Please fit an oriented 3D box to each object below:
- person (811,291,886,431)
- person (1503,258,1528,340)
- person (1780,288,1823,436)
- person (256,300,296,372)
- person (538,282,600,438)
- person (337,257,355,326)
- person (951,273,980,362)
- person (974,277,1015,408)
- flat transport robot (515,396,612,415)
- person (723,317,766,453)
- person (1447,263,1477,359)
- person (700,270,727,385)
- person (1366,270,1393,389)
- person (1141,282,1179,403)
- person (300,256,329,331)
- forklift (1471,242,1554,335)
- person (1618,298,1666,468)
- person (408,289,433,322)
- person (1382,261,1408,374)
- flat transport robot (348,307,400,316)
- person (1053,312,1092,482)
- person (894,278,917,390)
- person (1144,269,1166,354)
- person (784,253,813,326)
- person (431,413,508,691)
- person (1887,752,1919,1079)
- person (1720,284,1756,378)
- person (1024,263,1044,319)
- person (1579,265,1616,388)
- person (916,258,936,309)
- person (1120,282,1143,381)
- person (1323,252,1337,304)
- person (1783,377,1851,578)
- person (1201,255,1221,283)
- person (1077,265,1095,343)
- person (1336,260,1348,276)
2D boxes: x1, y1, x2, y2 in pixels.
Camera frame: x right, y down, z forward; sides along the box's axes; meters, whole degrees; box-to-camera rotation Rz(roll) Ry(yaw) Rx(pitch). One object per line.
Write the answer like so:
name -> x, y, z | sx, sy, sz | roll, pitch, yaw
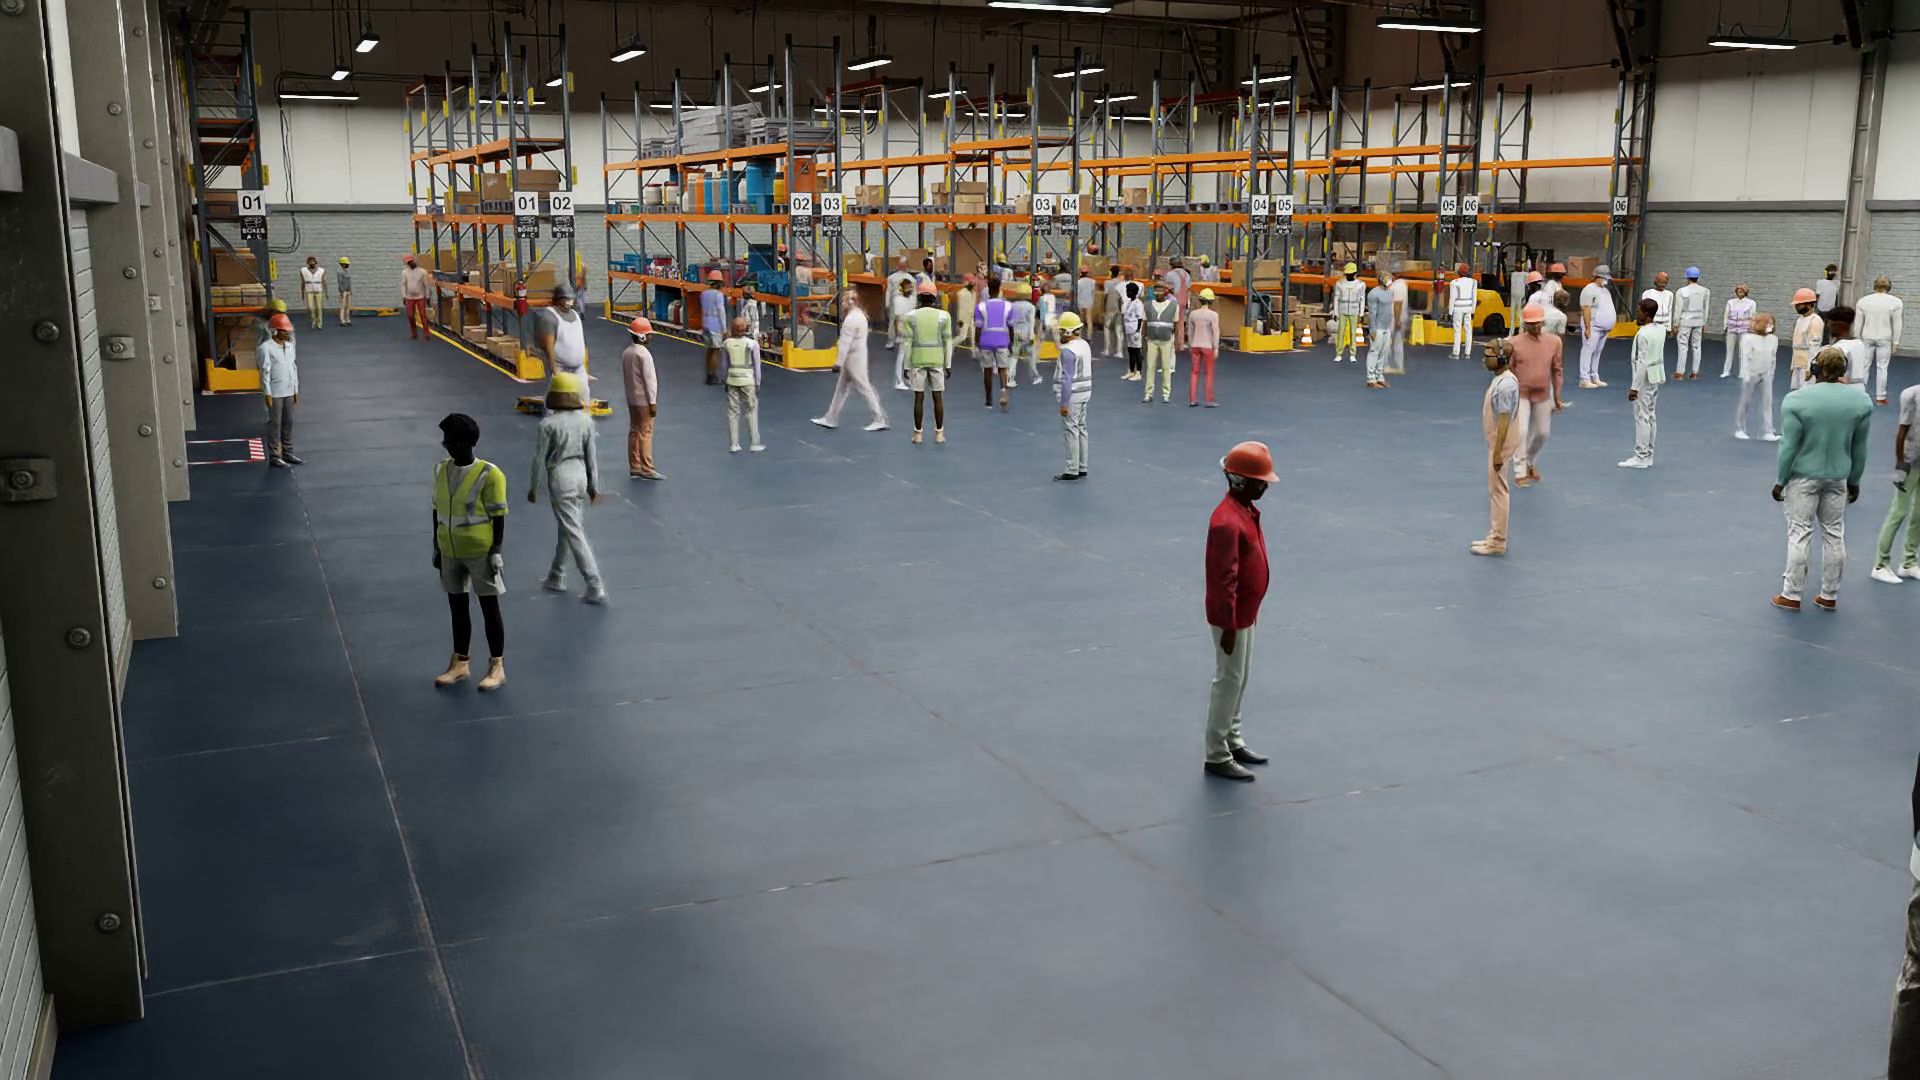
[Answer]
person -> -1.453, -2.365, 22.039 | 1.031, 1.850, 0.644 | 0, 11, 2
person -> 12.592, -5.439, 37.602 | 0.325, 1.875, 0.513 | -7, 13, -32
person -> 10.728, -2.235, 21.191 | 0.391, 1.924, 0.553 | 1, 11, 4
person -> -9.399, -2.456, 22.884 | 0.502, 1.685, 0.853 | -9, 14, -39
person -> -4.980, -2.288, 21.160 | 0.842, 2.000, 0.701 | 8, 14, 34
person -> -15.689, -6.345, 42.481 | 0.324, 1.767, 0.531 | 1, 11, 7
person -> 0.097, -4.327, 32.313 | 0.750, 1.729, 0.575 | 7, 13, 33
person -> 0.505, -2.886, 24.430 | 0.618, 1.949, 0.613 | -2, 11, -8
flat transport robot -> -5.708, -1.937, 23.887 | 1.431, 0.197, 0.652 | 9, 15, 40
person -> -2.602, -1.872, 20.112 | 0.535, 1.624, 0.549 | 4, 12, 20
person -> 9.932, -4.521, 32.912 | 0.572, 1.883, 0.358 | -2, 11, -10
person -> -4.115, -3.553, 27.935 | 0.572, 1.914, 0.494 | 10, 15, 41
person -> 6.928, -3.459, 27.373 | 0.372, 1.940, 0.631 | 11, 15, 43
person -> 3.042, -3.007, 25.317 | 0.571, 1.840, 0.374 | 3, 12, 15
person -> -15.862, -6.053, 40.882 | 0.593, 1.816, 0.579 | -5, 12, -25
forklift -> 13.047, -6.049, 39.881 | 2.313, 2.155, 1.214 | -5, 12, -23
person -> 7.775, -1.776, 18.869 | 0.392, 1.920, 0.587 | 9, 14, 39
person -> -14.246, -6.656, 44.243 | 0.854, 1.704, 0.483 | -7, 13, -31
person -> 7.677, -3.983, 29.771 | 0.666, 2.000, 0.691 | 5, 12, 25
flat transport robot -> -16.504, -6.402, 46.579 | 1.431, 0.197, 0.652 | 3, 11, 13
person -> 1.203, -1.533, 17.888 | 0.403, 1.824, 0.598 | 5, 12, 23
person -> -0.875, -3.344, 27.062 | 0.543, 1.828, 0.599 | -9, 14, -38
person -> 3.984, -4.698, 34.206 | 0.603, 1.713, 0.590 | 7, 13, 33
person -> -3.644, -5.462, 37.477 | 0.688, 1.962, 0.480 | -6, 13, -29
person -> -2.974, 0.070, 10.063 | 0.532, 1.692, 0.320 | 4, 12, 21
person -> 3.103, 1.070, 5.116 | 0.310, 1.640, 0.514 | -1, 11, -3
person -> 13.617, -3.648, 29.095 | 0.511, 1.639, 0.308 | 10, 15, 42
person -> 1.765, -5.731, 39.529 | 0.540, 1.697, 0.317 | 5, 12, 25
person -> 10.553, -3.534, 27.492 | 0.537, 2.000, 0.679 | 11, 16, 44
person -> -0.721, -5.034, 35.424 | 0.390, 1.920, 0.587 | 6, 13, 28
person -> 2.978, -3.575, 28.584 | 0.322, 1.693, 0.535 | -4, 12, -18
person -> 9.783, -6.689, 43.981 | 0.329, 1.865, 0.516 | 5, 12, 24
person -> 6.770, -0.492, 13.050 | 0.514, 1.643, 0.307 | 7, 13, 31
person -> 6.501, -6.500, 43.258 | 0.658, 1.777, 0.410 | 3, 12, 15
person -> 2.735, -5.271, 37.166 | 0.569, 1.707, 0.889 | -4, 12, -22
person -> 10.171, -6.633, 44.335 | 0.439, 1.618, 0.508 | 9, 14, 40
